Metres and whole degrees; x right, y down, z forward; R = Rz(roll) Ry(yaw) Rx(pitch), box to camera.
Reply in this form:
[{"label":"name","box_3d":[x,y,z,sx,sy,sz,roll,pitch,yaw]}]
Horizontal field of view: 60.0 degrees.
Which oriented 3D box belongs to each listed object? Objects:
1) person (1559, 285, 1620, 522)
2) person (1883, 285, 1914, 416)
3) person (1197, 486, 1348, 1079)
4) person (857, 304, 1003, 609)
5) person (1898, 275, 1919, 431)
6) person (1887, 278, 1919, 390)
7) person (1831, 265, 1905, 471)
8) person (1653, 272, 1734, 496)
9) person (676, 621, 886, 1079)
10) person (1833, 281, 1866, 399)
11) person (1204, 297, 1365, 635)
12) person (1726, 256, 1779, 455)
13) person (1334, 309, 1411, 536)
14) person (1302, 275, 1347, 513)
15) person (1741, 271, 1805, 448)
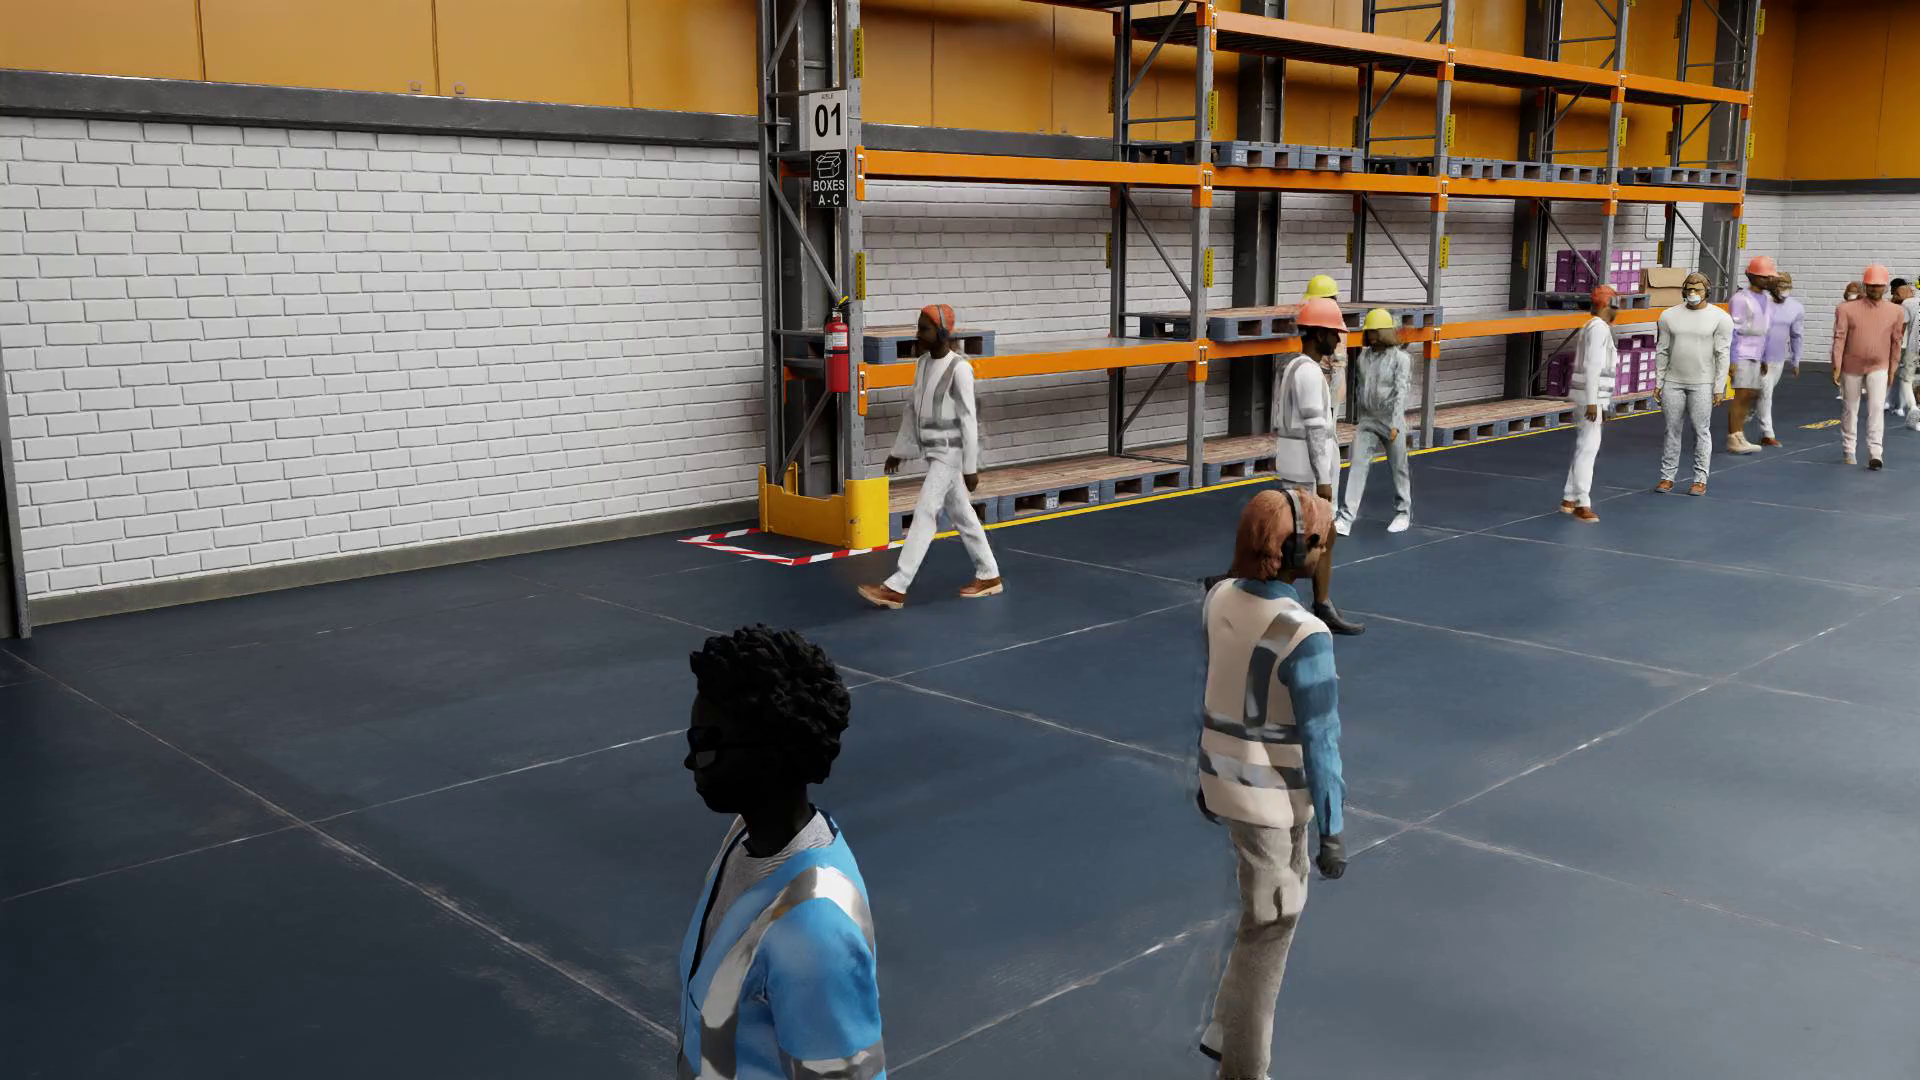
[{"label":"person","box_3d":[5.002,-1.077,13.176,0.345,1.849,0.662,4,11,21]},{"label":"person","box_3d":[11.742,-2.375,20.835,0.533,1.613,0.514,1,10,3]},{"label":"person","box_3d":[0.796,0.671,4.220,0.385,1.623,0.538,-3,11,-18]},{"label":"person","box_3d":[-0.140,-0.502,10.077,1.012,1.831,0.592,-4,11,-22]},{"label":"person","box_3d":[11.008,-2.151,19.006,0.518,1.856,0.544,4,11,19]},{"label":"person","box_3d":[13.420,-2.925,23.790,0.884,1.638,0.578,-1,10,-8]},{"label":"person","box_3d":[8.716,-1.652,15.997,0.612,1.940,1.020,4,11,22]},{"label":"person","box_3d":[6.327,-1.347,14.411,0.623,1.932,0.368,10,14,43]},{"label":"person","box_3d":[-0.263,0.957,2.466,0.316,1.695,0.542,-3,11,-16]},{"label":"person","box_3d":[12.264,-2.732,22.795,0.492,1.617,0.530,-9,14,-42]},{"label":"person","box_3d":[1.846,-0.401,9.310,0.827,1.906,0.557,2,11,11]},{"label":"person","box_3d":[8.143,-1.883,17.085,0.653,2.027,0.506,-7,12,-32]},{"label":"person","box_3d":[3.116,-0.870,12.418,0.898,1.692,0.502,-9,14,-42]},{"label":"person","box_3d":[2.913,-1.167,13.418,0.371,1.926,0.584,-1,10,-5]},{"label":"person","box_3d":[8.687,-1.967,17.981,0.642,1.879,1.000,0,10,-2]}]
